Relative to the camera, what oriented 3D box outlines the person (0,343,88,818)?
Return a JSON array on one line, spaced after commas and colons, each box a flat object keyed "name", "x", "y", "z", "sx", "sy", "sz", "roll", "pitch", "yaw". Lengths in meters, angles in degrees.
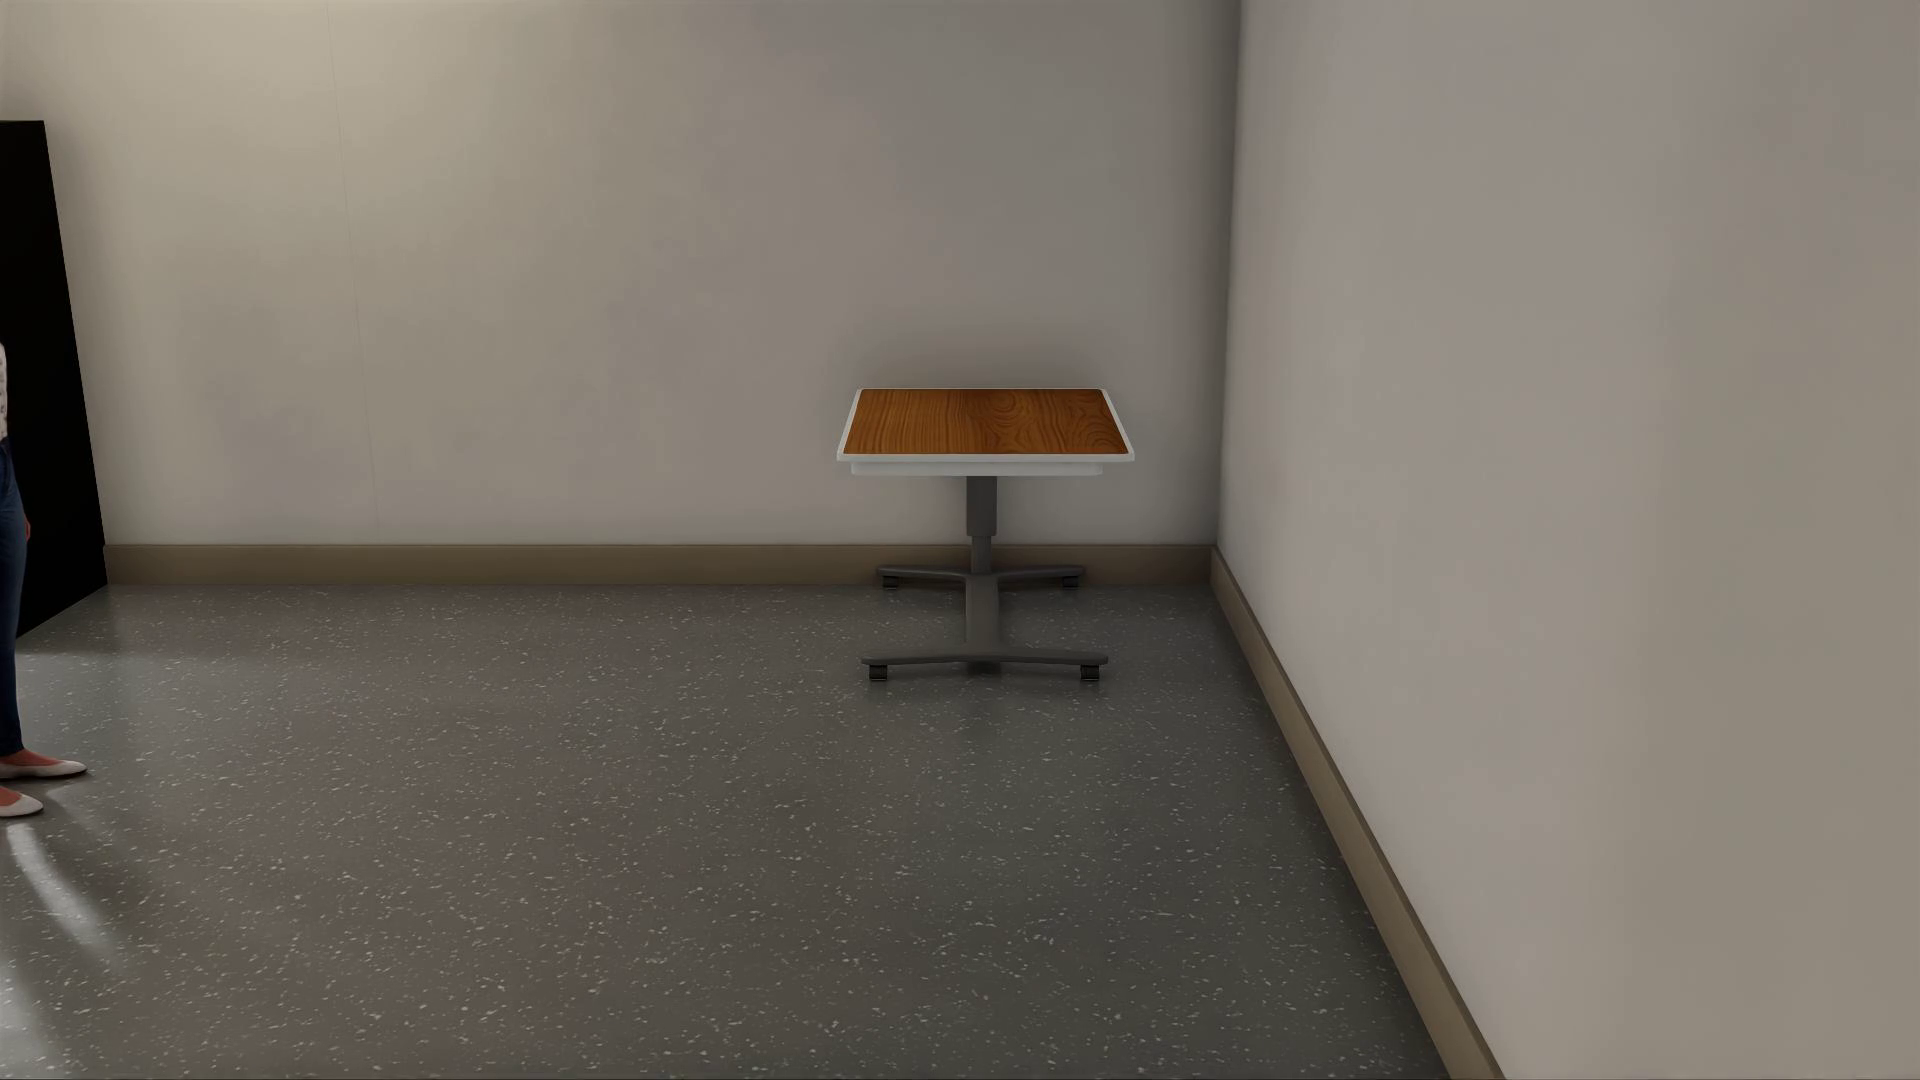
[{"name": "person", "x": -2.752, "y": -0.104, "z": 4.578, "sx": 0.507, "sy": 1.729, "sz": 0.575, "roll": -1, "pitch": 16, "yaw": -2}]
